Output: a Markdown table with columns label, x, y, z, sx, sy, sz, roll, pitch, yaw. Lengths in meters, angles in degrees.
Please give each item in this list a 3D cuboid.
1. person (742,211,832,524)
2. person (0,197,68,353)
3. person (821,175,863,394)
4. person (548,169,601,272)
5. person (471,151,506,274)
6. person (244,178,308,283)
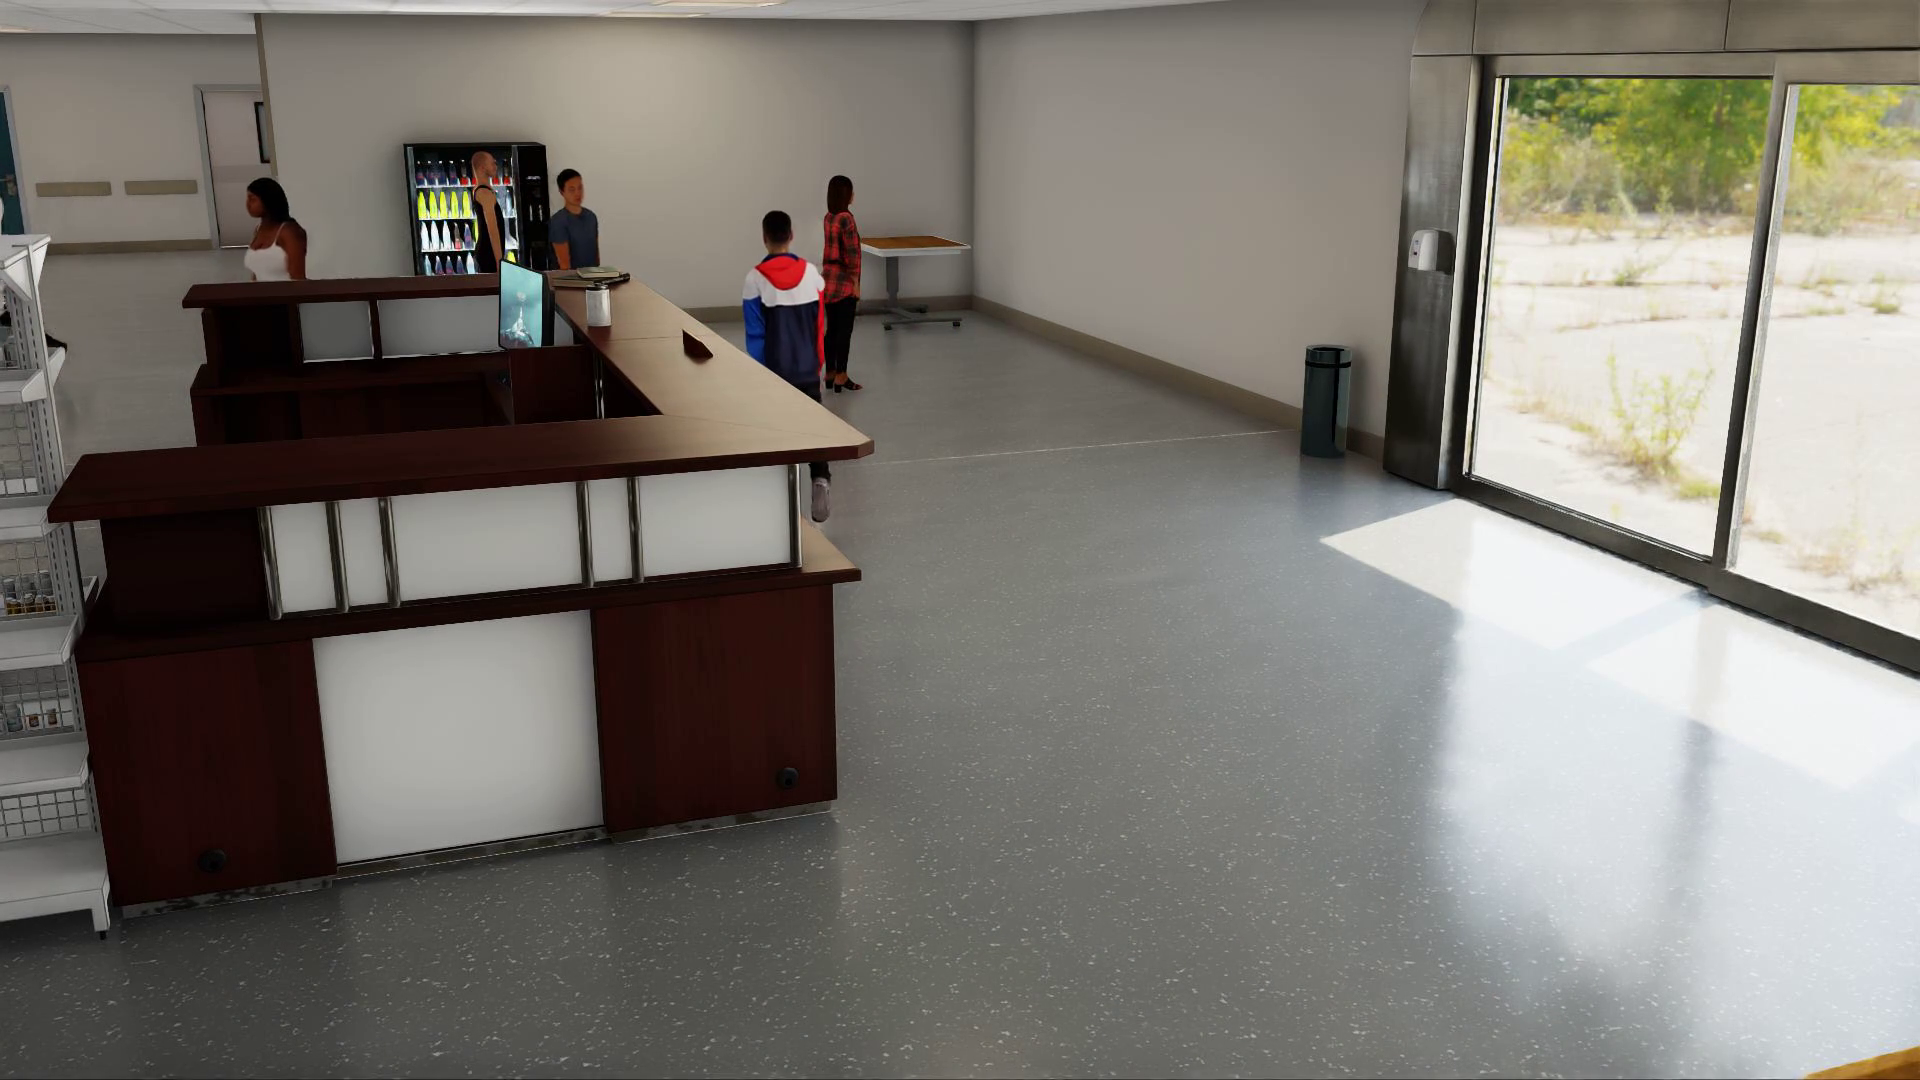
| label | x | y | z | sx | sy | sz | roll | pitch | yaw |
| --- | --- | --- | --- | --- | --- | --- | --- | --- | --- |
| person | -0.930 | -0.916 | 9.197 | 0.890 | 1.738 | 0.681 | -6 | 17 | -20 |
| person | -7.689 | -2.139 | 13.290 | 1.128 | 1.872 | 0.853 | -2 | 16 | -6 |
| person | -0.959 | -2.042 | 13.257 | 0.623 | 1.702 | 0.664 | -10 | 19 | -32 |
| person | -2.945 | -1.860 | 12.472 | 0.944 | 1.778 | 0.891 | 10 | 18 | 31 |
| person | -4.159 | -2.509 | 14.703 | 0.537 | 1.816 | 0.676 | -8 | 18 | -26 |
| person | -4.515 | -1.553 | 11.349 | 0.769 | 1.796 | 0.795 | 12 | 20 | 37 |
